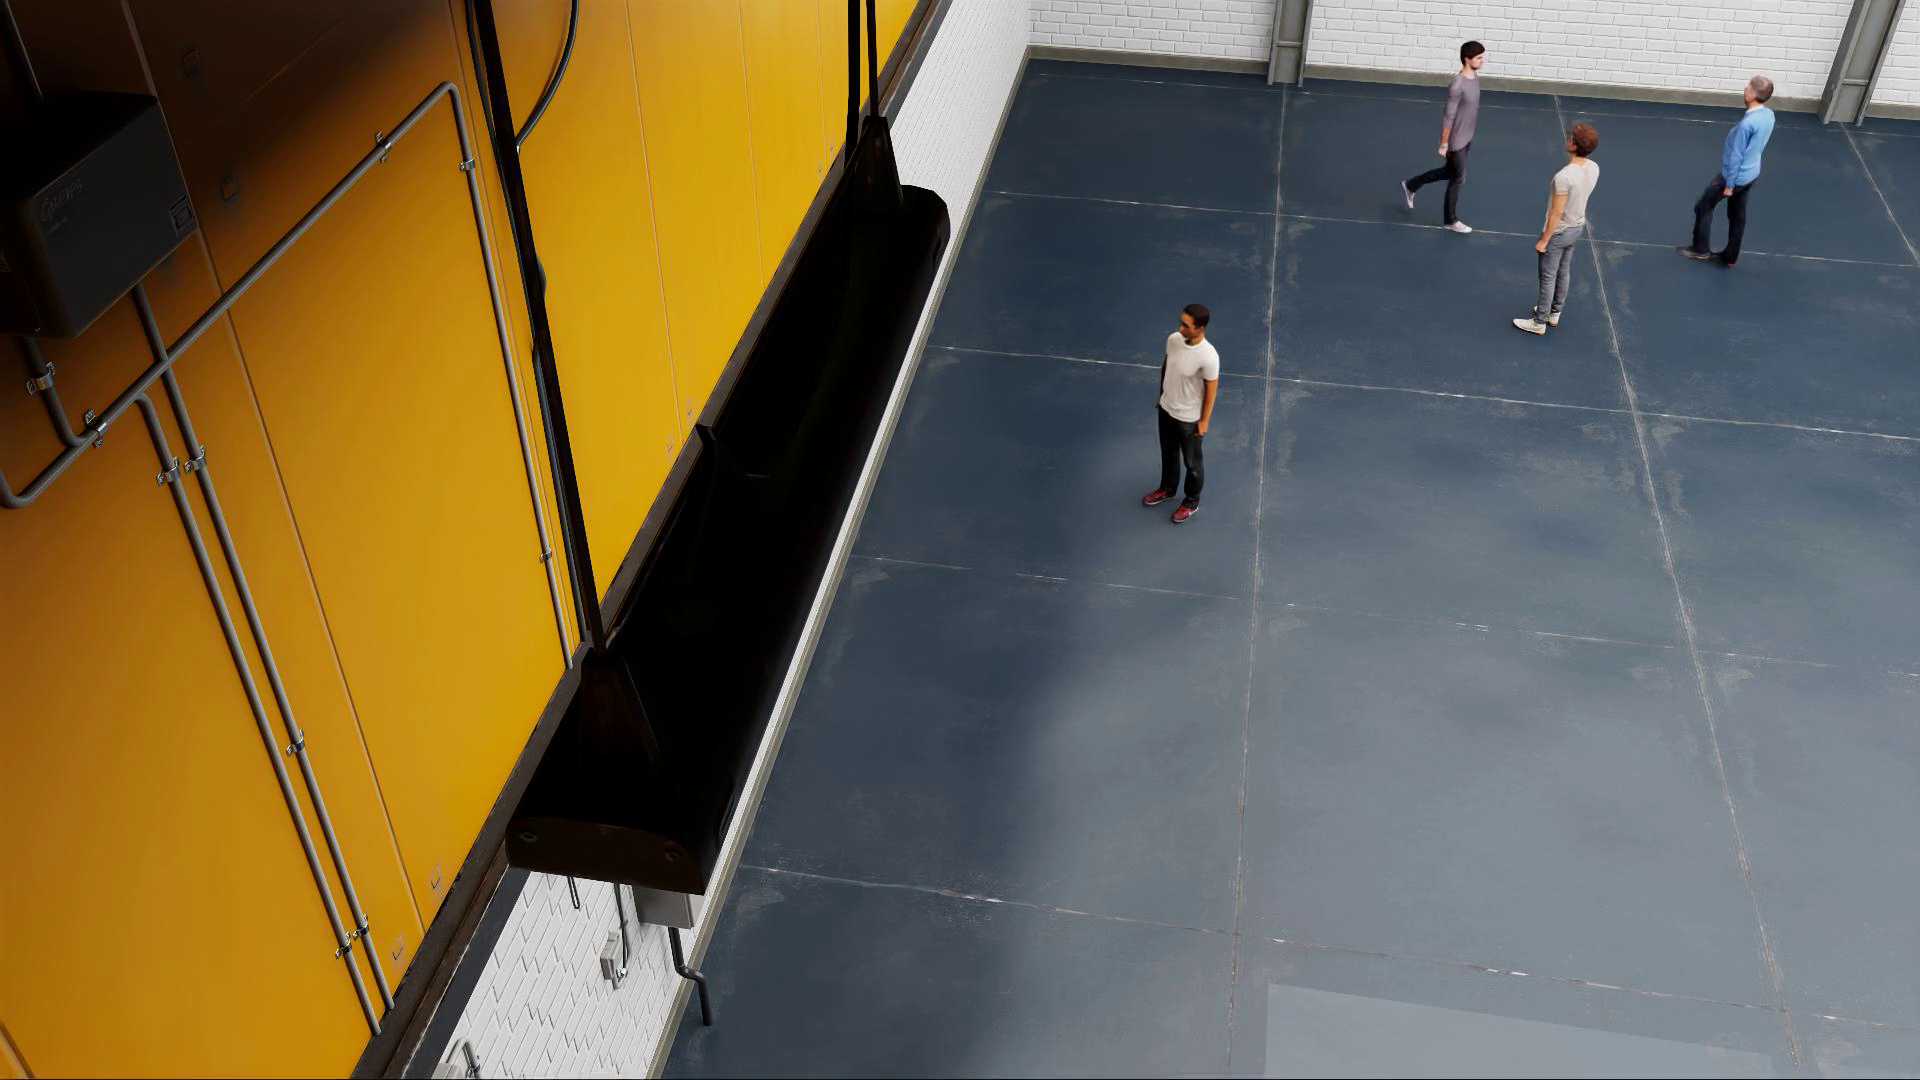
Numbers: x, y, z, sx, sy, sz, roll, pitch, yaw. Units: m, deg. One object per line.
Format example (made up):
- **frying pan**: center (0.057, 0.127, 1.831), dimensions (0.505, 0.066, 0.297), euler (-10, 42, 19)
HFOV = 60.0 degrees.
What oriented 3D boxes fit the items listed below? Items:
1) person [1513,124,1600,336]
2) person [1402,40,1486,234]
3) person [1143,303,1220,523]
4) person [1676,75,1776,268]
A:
- **person**: center (5.154, -2.649, 14.233), dimensions (0.732, 1.898, 0.778), euler (-26, 45, -29)
- **person**: center (4.634, -3.842, 15.780), dimensions (1.141, 1.831, 0.938), euler (23, 44, 26)
- **person**: center (1.657, -0.959, 12.197), dimensions (0.778, 1.798, 0.697), euler (-27, 46, -30)
- **person**: center (7.161, -3.309, 15.140), dimensions (0.861, 1.797, 0.920), euler (-25, 45, -28)
